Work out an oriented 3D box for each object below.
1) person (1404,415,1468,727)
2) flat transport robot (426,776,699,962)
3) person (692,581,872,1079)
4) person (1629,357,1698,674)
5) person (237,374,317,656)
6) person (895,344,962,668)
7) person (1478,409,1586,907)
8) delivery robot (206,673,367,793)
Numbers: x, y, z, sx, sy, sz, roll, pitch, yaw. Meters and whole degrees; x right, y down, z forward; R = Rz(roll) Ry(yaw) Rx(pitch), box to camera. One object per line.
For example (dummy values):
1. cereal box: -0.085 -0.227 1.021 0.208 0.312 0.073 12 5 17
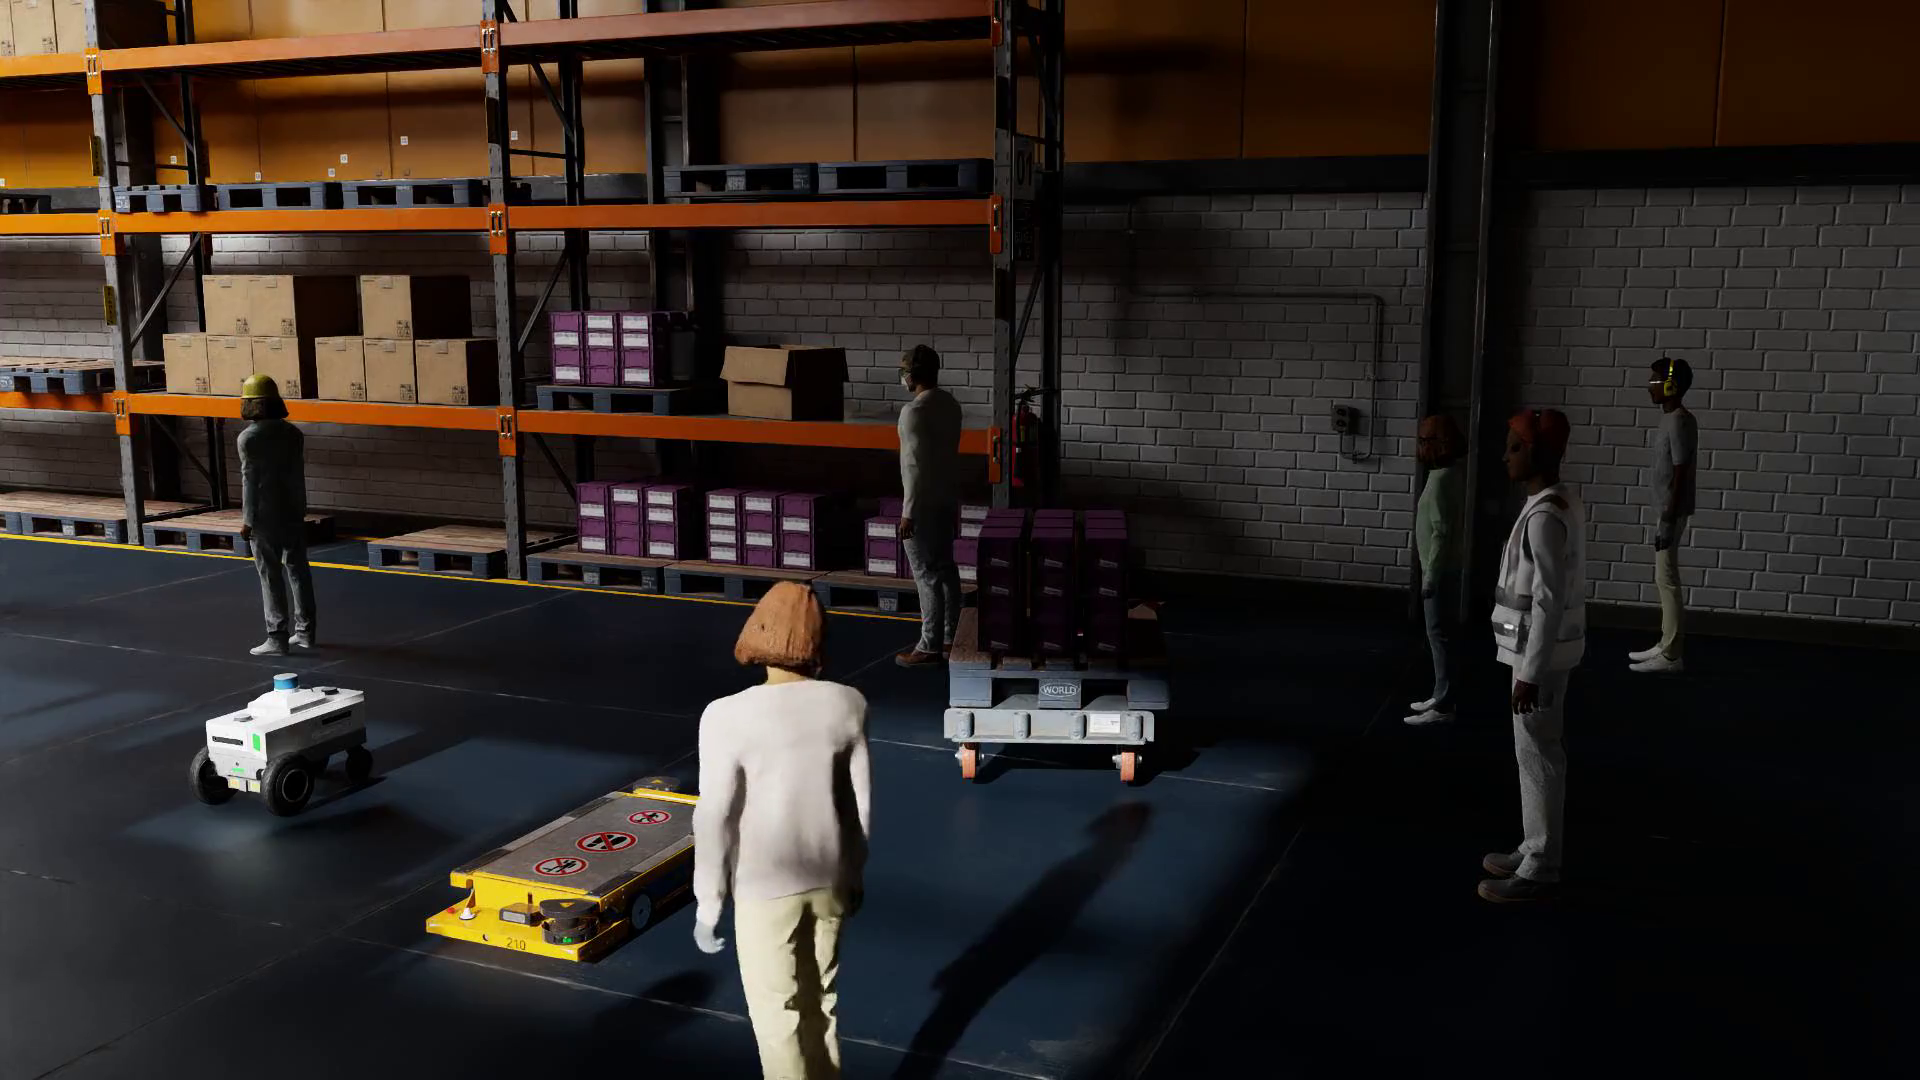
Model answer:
1. person: 2.504 0.161 8.725 0.266 1.631 0.507 4 10 23
2. flat transport robot: -1.319 1.227 6.414 0.652 0.197 1.431 4 10 23
3. person: -0.431 0.920 4.297 0.546 1.601 0.433 -8 12 -39
4. person: 4.176 -0.141 9.833 0.309 1.868 0.534 4 10 23
5. person: -4.261 -0.155 10.294 0.325 1.740 0.492 4 10 23
6. person: -0.190 -0.200 9.979 0.355 1.936 0.635 4 10 23
7. person: 2.181 0.442 6.292 0.337 1.883 0.584 4 10 23
8. delivery robot: -3.044 0.849 7.548 0.477 0.478 0.707 4 10 23
